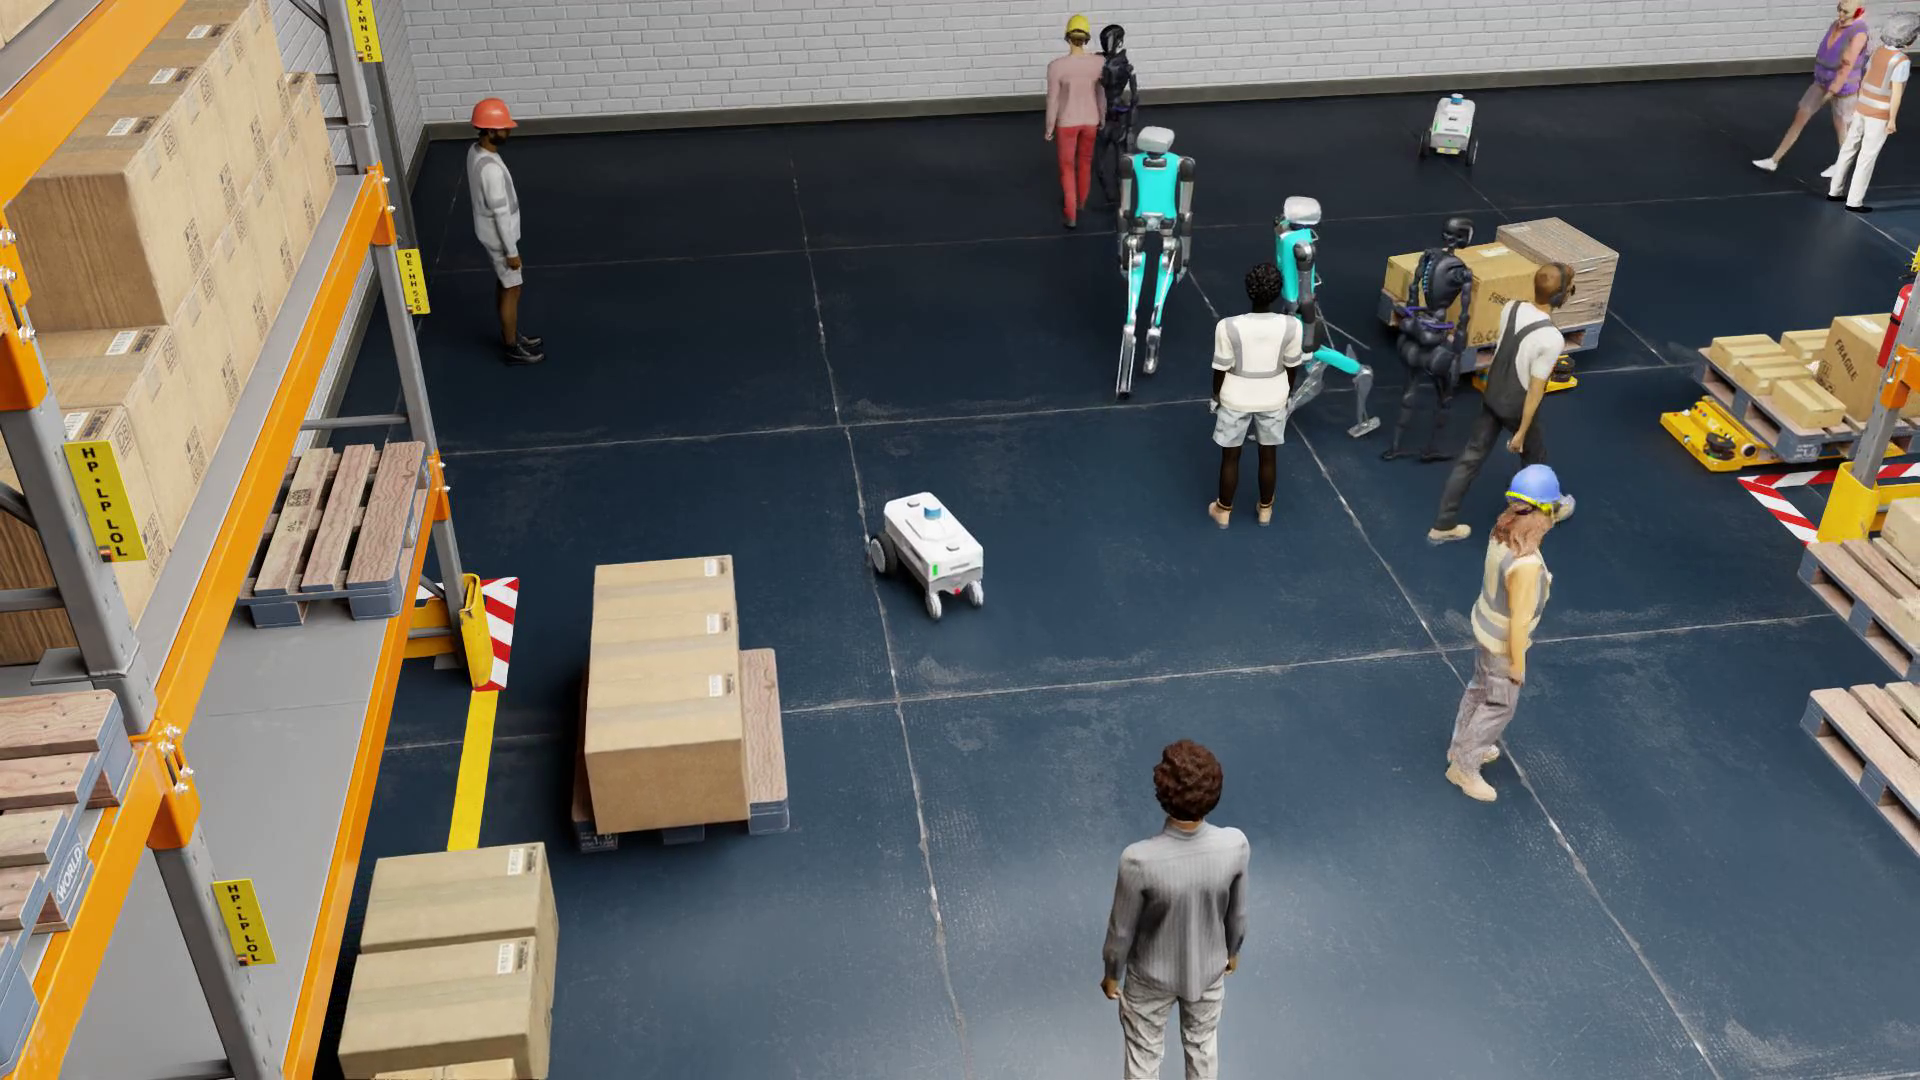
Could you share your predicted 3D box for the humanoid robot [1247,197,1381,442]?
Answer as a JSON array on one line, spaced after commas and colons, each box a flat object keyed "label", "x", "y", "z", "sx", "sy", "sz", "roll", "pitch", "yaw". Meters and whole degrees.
[{"label": "humanoid robot", "x": 2.429, "y": -1.365, "z": 10.646, "sx": 0.996, "sy": 1.762, "sz": 0.569, "roll": -4, "pitch": 33, "yaw": -6}]

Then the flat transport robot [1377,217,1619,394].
[{"label": "flat transport robot", "x": 3.760, "y": -1.436, "z": 12.053, "sx": 0.659, "sy": 0.231, "sz": 1.431, "roll": -11, "pitch": 35, "yaw": -17}]

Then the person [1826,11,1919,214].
[{"label": "person", "x": 7.776, "y": -3.628, "z": 14.109, "sx": 0.312, "sy": 1.687, "sz": 0.446, "roll": -6, "pitch": 34, "yaw": -10}]

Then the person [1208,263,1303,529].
[{"label": "person", "x": 1.724, "y": -0.832, "z": 9.820, "sx": 0.532, "sy": 1.696, "sz": 0.319, "roll": -2, "pitch": 33, "yaw": -3}]

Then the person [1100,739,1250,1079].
[{"label": "person", "x": 0.783, "y": 1.536, "z": 6.019, "sx": 0.546, "sy": 1.890, "sz": 0.394, "roll": -6, "pitch": 34, "yaw": -10}]

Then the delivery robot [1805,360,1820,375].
[{"label": "delivery robot", "x": 5.685, "y": -1.025, "z": 11.180, "sx": 0.811, "sy": 0.613, "sz": 0.499, "roll": -18, "pitch": 37, "yaw": -26}]

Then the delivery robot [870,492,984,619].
[{"label": "delivery robot", "x": -0.168, "y": 0.043, "z": 9.543, "sx": 0.499, "sy": 0.614, "sz": 0.803, "roll": -15, "pitch": 36, "yaw": -22}]

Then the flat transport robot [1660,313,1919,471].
[{"label": "flat transport robot", "x": 5.466, "y": -0.738, "z": 10.983, "sx": 1.431, "sy": 0.231, "sz": 0.659, "roll": -5, "pitch": 33, "yaw": -7}]

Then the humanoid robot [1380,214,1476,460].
[{"label": "humanoid robot", "x": 2.952, "y": -1.253, "z": 10.497, "sx": 0.431, "sy": 1.642, "sz": 0.610, "roll": -13, "pitch": 35, "yaw": -18}]

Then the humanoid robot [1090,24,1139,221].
[{"label": "humanoid robot", "x": 1.287, "y": -3.511, "z": 13.947, "sx": 0.365, "sy": 1.642, "sz": 0.609, "roll": -24, "pitch": 40, "yaw": -32}]

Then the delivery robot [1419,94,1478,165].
[{"label": "delivery robot", "x": 4.566, "y": -3.823, "z": 15.465, "sx": 0.519, "sy": 0.611, "sz": 0.783, "roll": 10, "pitch": 34, "yaw": 15}]

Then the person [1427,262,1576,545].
[{"label": "person", "x": 3.262, "y": -0.783, "z": 9.665, "sx": 0.986, "sy": 1.794, "sz": 0.526, "roll": -15, "pitch": 36, "yaw": -21}]

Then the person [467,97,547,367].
[{"label": "person", "x": -3.177, "y": -2.137, "z": 11.617, "sx": 0.388, "sy": 1.927, "sz": 0.545, "roll": -14, "pitch": 36, "yaw": -20}]

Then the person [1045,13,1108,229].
[{"label": "person", "x": 0.958, "y": -3.504, "z": 13.889, "sx": 0.547, "sy": 1.748, "sz": 0.585, "roll": -8, "pitch": 34, "yaw": -12}]

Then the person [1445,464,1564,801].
[{"label": "person", "x": 2.544, "y": 0.455, "z": 7.794, "sx": 0.301, "sy": 1.762, "sz": 0.514, "roll": 4, "pitch": 33, "yaw": 6}]

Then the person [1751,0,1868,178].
[{"label": "person", "x": 7.673, "y": -3.983, "z": 14.699, "sx": 0.879, "sy": 1.637, "sz": 0.485, "roll": -8, "pitch": 34, "yaw": -13}]

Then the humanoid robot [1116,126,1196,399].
[{"label": "humanoid robot", "x": 1.260, "y": -1.795, "z": 11.331, "sx": 0.555, "sy": 1.870, "sz": 0.842, "roll": 9, "pitch": 34, "yaw": 13}]
